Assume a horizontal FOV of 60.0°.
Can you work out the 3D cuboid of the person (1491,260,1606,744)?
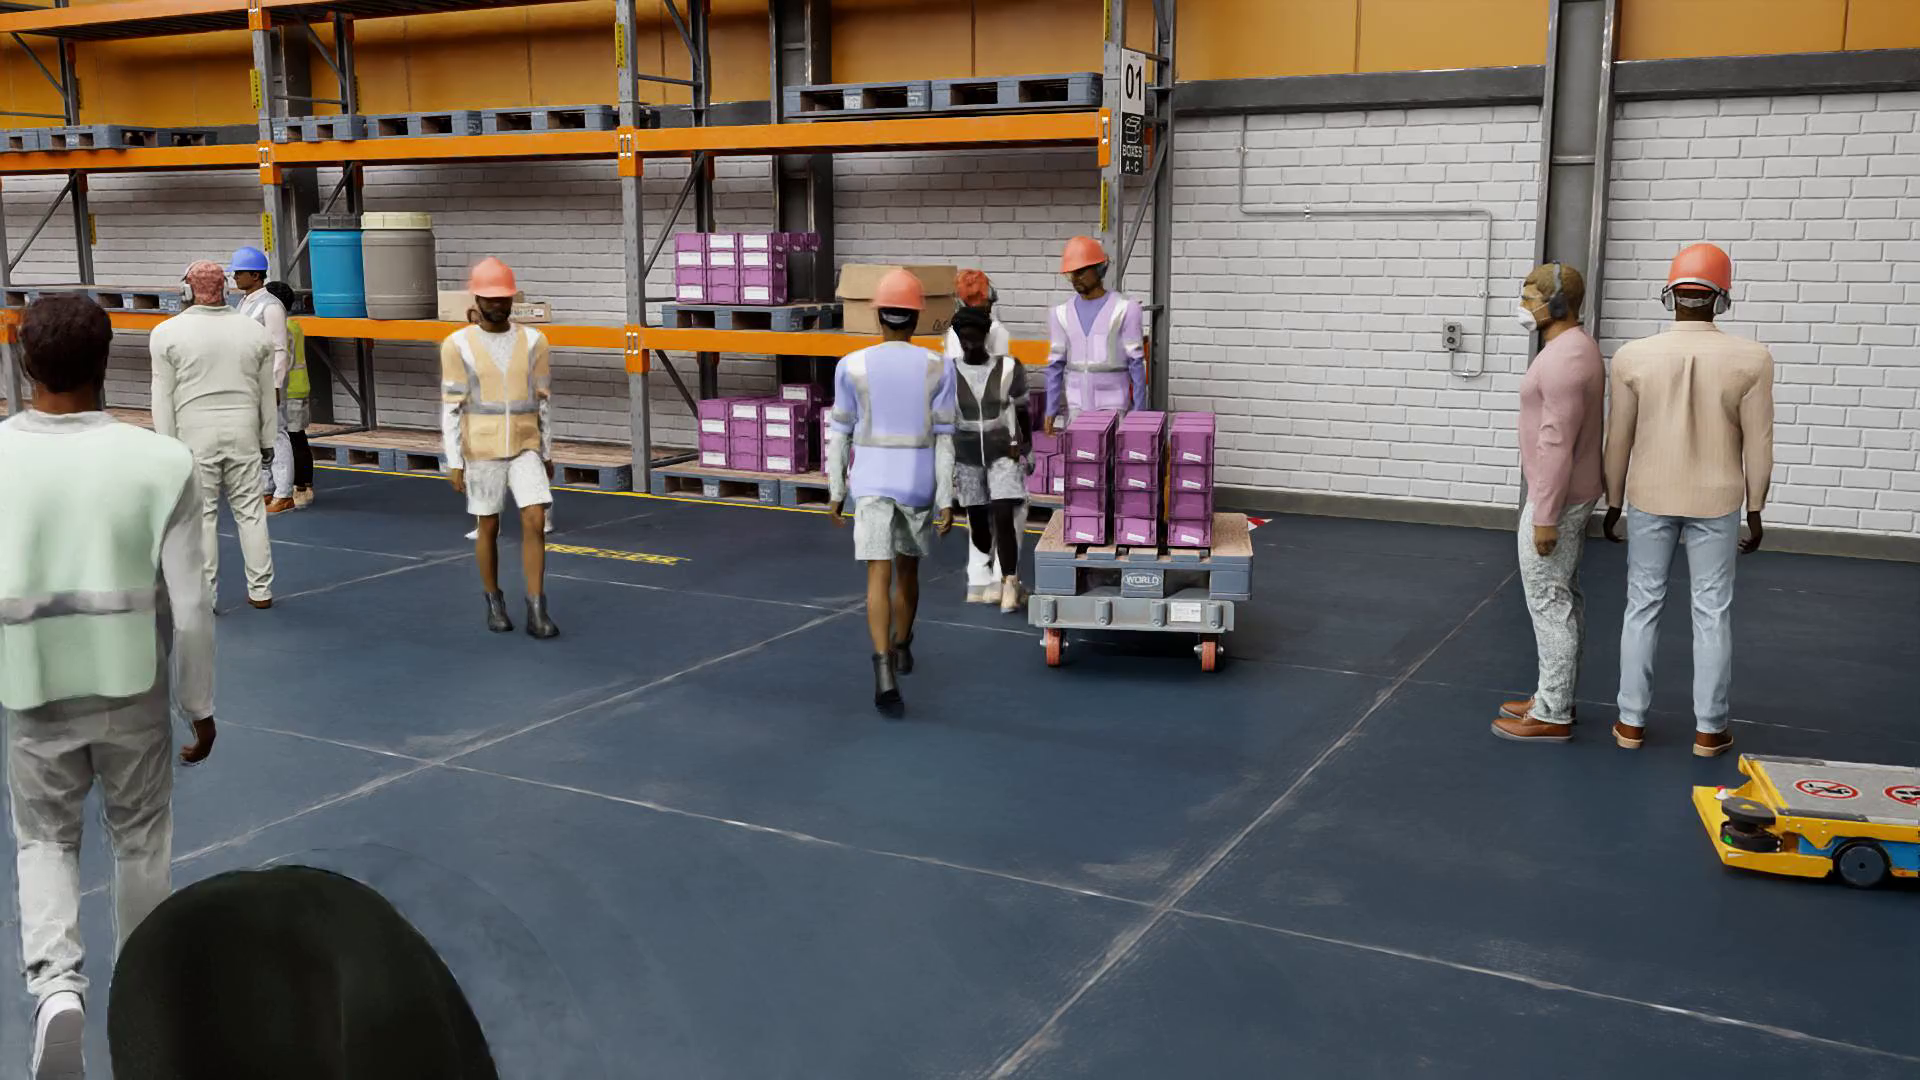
[{"bbox_3d":[2.390,-0.147,6.690,0.366,1.932,0.632,5,11,24],"label":"person"}]

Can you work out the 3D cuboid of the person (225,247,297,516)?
[{"bbox_3d":[-5.103,-1.152,12.143,0.601,1.948,0.386,10,14,42],"label":"person"}]

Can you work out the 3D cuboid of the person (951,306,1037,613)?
[{"bbox_3d":[0.126,-0.433,8.988,0.563,1.653,0.698,1,10,6],"label":"person"}]

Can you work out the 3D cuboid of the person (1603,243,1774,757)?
[{"bbox_3d":[2.836,-0.150,6.515,0.608,1.996,0.379,5,12,26],"label":"person"}]

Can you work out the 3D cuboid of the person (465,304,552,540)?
[{"bbox_3d":[-3.063,-0.808,11.240,0.523,1.594,0.613,4,11,21],"label":"person"}]

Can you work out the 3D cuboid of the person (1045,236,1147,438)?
[{"bbox_3d":[0.812,-0.813,10.070,0.634,2.031,0.453,7,12,32],"label":"person"}]

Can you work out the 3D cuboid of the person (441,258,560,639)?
[{"bbox_3d":[-2.272,-0.437,8.322,0.565,1.906,0.794,-5,12,-27],"label":"person"}]

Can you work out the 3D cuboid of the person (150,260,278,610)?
[{"bbox_3d":[-4.003,-0.542,8.952,0.636,1.900,0.401,-10,14,-43],"label":"person"}]

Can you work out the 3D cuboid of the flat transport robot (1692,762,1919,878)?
[{"bbox_3d":[3.188,0.923,5.366,1.431,0.197,0.652,3,11,15],"label":"flat transport robot"}]

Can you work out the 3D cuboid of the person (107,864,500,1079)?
[{"bbox_3d":[-0.336,0.865,0.890,0.605,2.028,0.446,10,14,43],"label":"person"}]

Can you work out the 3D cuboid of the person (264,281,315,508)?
[{"bbox_3d":[-5.037,-1.081,12.439,0.316,1.695,0.541,-1,10,-7],"label":"person"}]

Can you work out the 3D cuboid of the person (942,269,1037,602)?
[{"bbox_3d":[0.192,-0.566,9.233,0.502,1.846,0.641,-5,12,-28],"label":"person"}]

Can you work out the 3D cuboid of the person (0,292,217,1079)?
[{"bbox_3d":[-2.085,0.367,3.956,0.601,1.895,0.690,-4,11,-20],"label":"person"}]

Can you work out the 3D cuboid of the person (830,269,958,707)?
[{"bbox_3d":[-0.289,-0.239,7.348,0.570,1.890,1.015,-1,10,-5],"label":"person"}]
